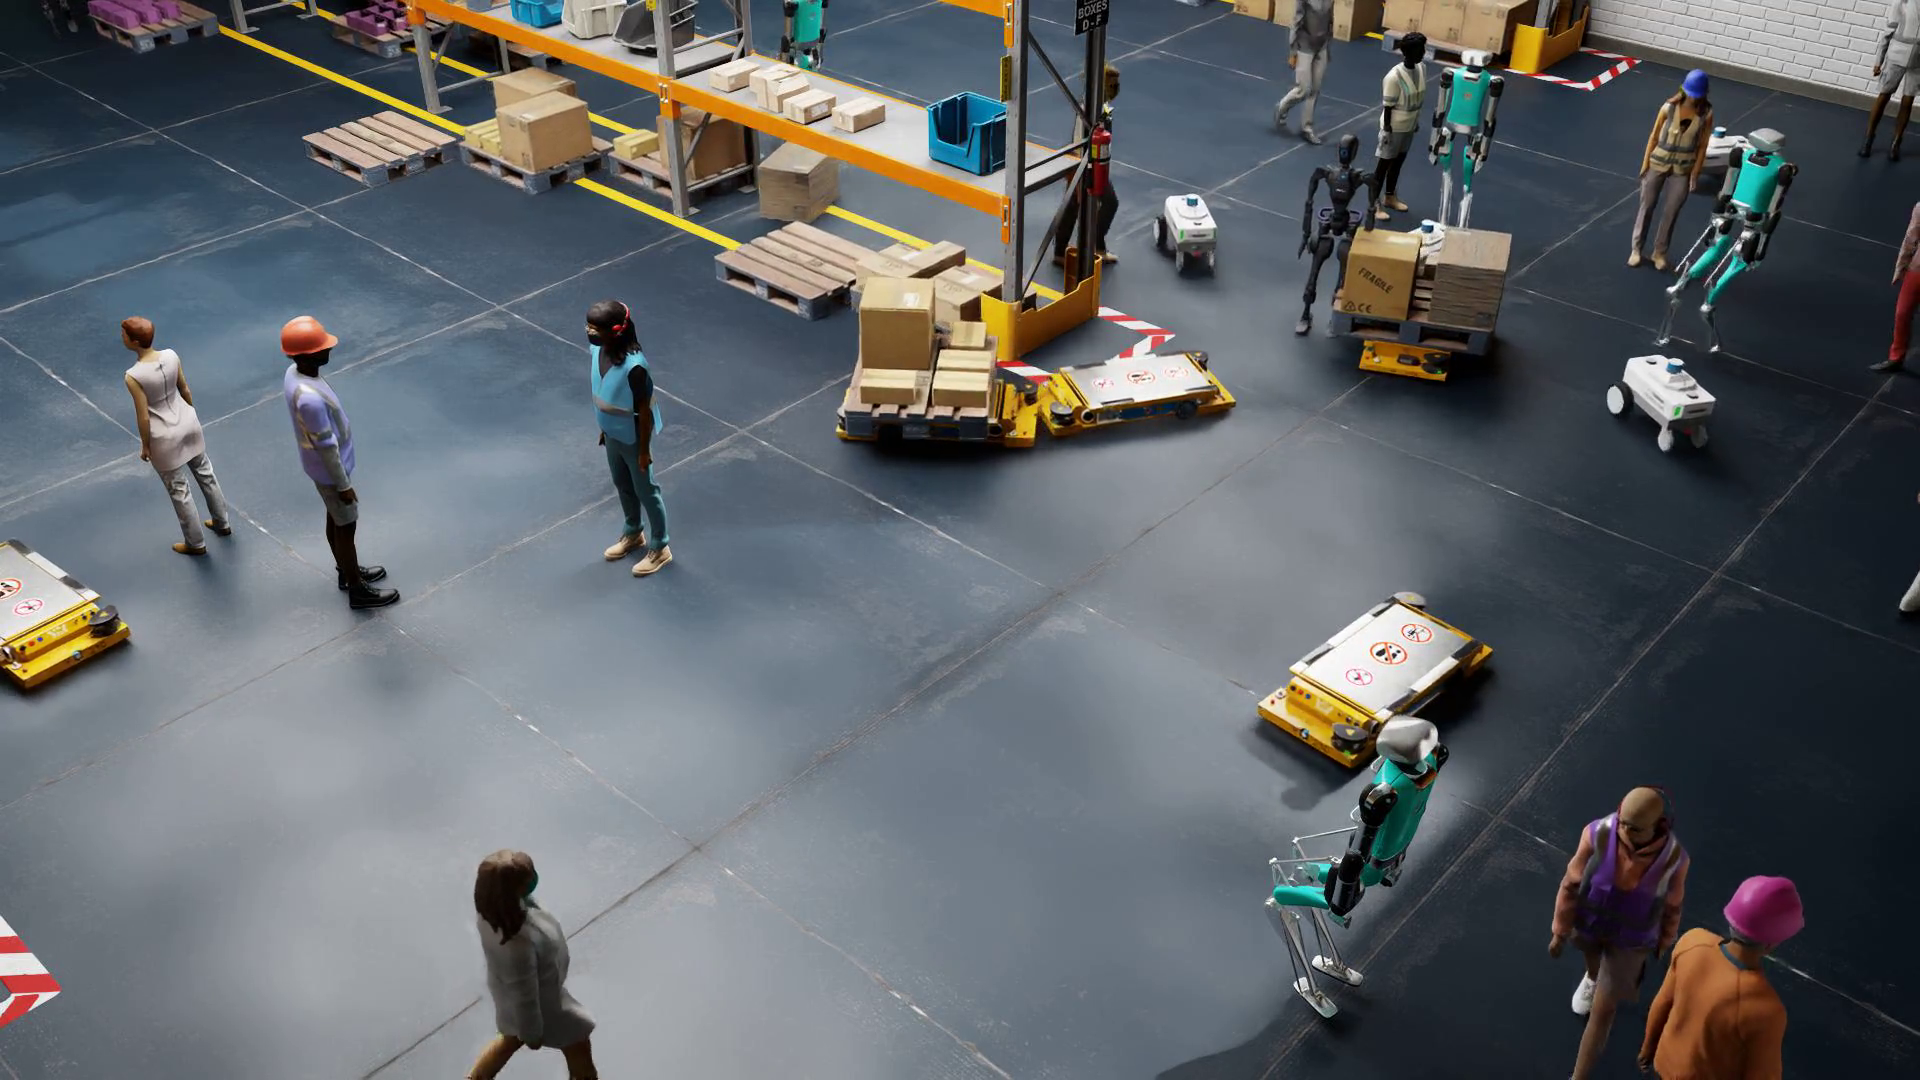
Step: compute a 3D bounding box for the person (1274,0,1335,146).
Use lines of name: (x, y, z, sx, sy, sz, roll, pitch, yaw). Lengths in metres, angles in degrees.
person: (3.460, -4.864, 16.430, 0.557, 1.887, 0.492, -19, 39, -26)

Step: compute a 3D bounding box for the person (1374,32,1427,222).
person: (3.957, -3.725, 14.948, 0.539, 1.696, 0.315, -28, 44, -35)

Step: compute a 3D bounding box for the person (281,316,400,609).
person: (-3.768, -0.464, 10.015, 0.357, 1.939, 0.542, -18, 38, -24)

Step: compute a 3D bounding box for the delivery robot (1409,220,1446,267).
delivery robot: (3.931, -2.407, 14.062, 0.798, 0.614, 0.499, -27, 43, -33)

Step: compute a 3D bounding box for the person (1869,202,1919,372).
person: (7.313, -1.946, 12.352, 0.697, 1.717, 0.377, 26, 42, 32)

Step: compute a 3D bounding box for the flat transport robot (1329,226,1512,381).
flat transport robot: (3.618, -1.705, 13.281, 0.659, 0.231, 1.431, 11, 36, 15)

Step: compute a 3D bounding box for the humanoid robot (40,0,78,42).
humanoid robot: (-10.565, -6.593, 19.121, 0.614, 1.642, 0.376, -12, 36, -17)

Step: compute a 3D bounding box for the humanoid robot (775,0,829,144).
humanoid robot: (-1.664, -4.687, 16.402, 0.537, 1.870, 0.827, -29, 44, -35)

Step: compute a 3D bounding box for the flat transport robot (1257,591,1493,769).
flat transport robot: (2.435, 0.784, 9.675, 1.431, 0.231, 0.659, -28, 44, -35)

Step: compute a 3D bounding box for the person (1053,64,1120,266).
person: (1.091, -3.110, 13.966, 0.636, 1.806, 0.504, 19, 39, 25)

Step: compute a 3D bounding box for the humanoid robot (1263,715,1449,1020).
humanoid robot: (1.674, 1.374, 7.406, 0.735, 1.681, 0.533, 29, 44, 35)

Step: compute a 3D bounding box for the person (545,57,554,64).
person: (-4.636, -6.191, 18.469, 0.320, 1.754, 0.561, 8, 35, 11)

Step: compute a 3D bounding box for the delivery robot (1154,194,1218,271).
delivery robot: (2.003, -2.722, 14.517, 0.499, 0.612, 0.816, -3, 35, -4)

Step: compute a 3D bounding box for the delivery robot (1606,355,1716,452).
delivery robot: (5.117, -1.041, 12.055, 0.499, 0.581, 0.778, -8, 35, -11)

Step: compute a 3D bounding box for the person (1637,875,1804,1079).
person: (2.837, 2.041, 6.362, 0.769, 1.961, 0.516, -9, 36, -12)

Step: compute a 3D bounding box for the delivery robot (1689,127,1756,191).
delivery robot: (7.164, -3.631, 15.812, 0.747, 0.587, 0.524, -7, 35, -10)

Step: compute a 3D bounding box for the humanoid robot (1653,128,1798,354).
humanoid robot: (5.807, -2.213, 12.756, 0.800, 1.801, 0.530, -20, 39, -26)

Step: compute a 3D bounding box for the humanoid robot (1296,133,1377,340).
humanoid robot: (2.950, -2.360, 12.987, 0.583, 1.655, 0.347, 10, 36, 14)

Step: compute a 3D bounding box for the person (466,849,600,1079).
person: (-1.822, 1.883, 6.874, 0.804, 1.630, 0.485, -17, 38, -23)

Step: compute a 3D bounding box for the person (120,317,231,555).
person: (-5.007, -0.668, 10.549, 0.286, 1.662, 0.443, 14, 37, 19)

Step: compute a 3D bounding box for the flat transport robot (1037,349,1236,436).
flat transport robot: (1.272, -1.104, 12.409, 1.431, 0.231, 0.659, -10, 36, -14)

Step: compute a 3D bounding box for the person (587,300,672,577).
person: (-2.065, -0.642, 10.343, 0.502, 1.861, 0.391, 29, 44, 35)

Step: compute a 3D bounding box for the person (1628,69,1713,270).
person: (5.999, -3.117, 14.010, 0.480, 1.755, 0.389, 9, 36, 13)

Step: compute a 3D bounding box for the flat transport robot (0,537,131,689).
flat transport robot: (-5.796, 0.416, 10.207, 1.431, 0.231, 0.659, 24, 41, 30)

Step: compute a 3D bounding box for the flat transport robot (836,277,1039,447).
flat transport robot: (-0.152, -0.947, 12.183, 1.431, 0.231, 0.659, 3, 35, 4)

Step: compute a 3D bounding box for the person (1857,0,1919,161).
person: (9.144, -4.628, 16.061, 0.547, 1.926, 0.379, 14, 37, 20)

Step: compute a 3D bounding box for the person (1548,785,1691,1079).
person: (2.824, 1.673, 7.184, 0.480, 1.628, 0.972, 21, 40, 27)

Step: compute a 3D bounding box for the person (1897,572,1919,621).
person: (6.125, -0.306, 10.038, 0.850, 1.649, 0.432, -18, 38, -24)

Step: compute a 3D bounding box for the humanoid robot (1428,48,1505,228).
humanoid robot: (4.395, -3.439, 14.530, 0.547, 1.828, 0.685, 15, 37, 21)
